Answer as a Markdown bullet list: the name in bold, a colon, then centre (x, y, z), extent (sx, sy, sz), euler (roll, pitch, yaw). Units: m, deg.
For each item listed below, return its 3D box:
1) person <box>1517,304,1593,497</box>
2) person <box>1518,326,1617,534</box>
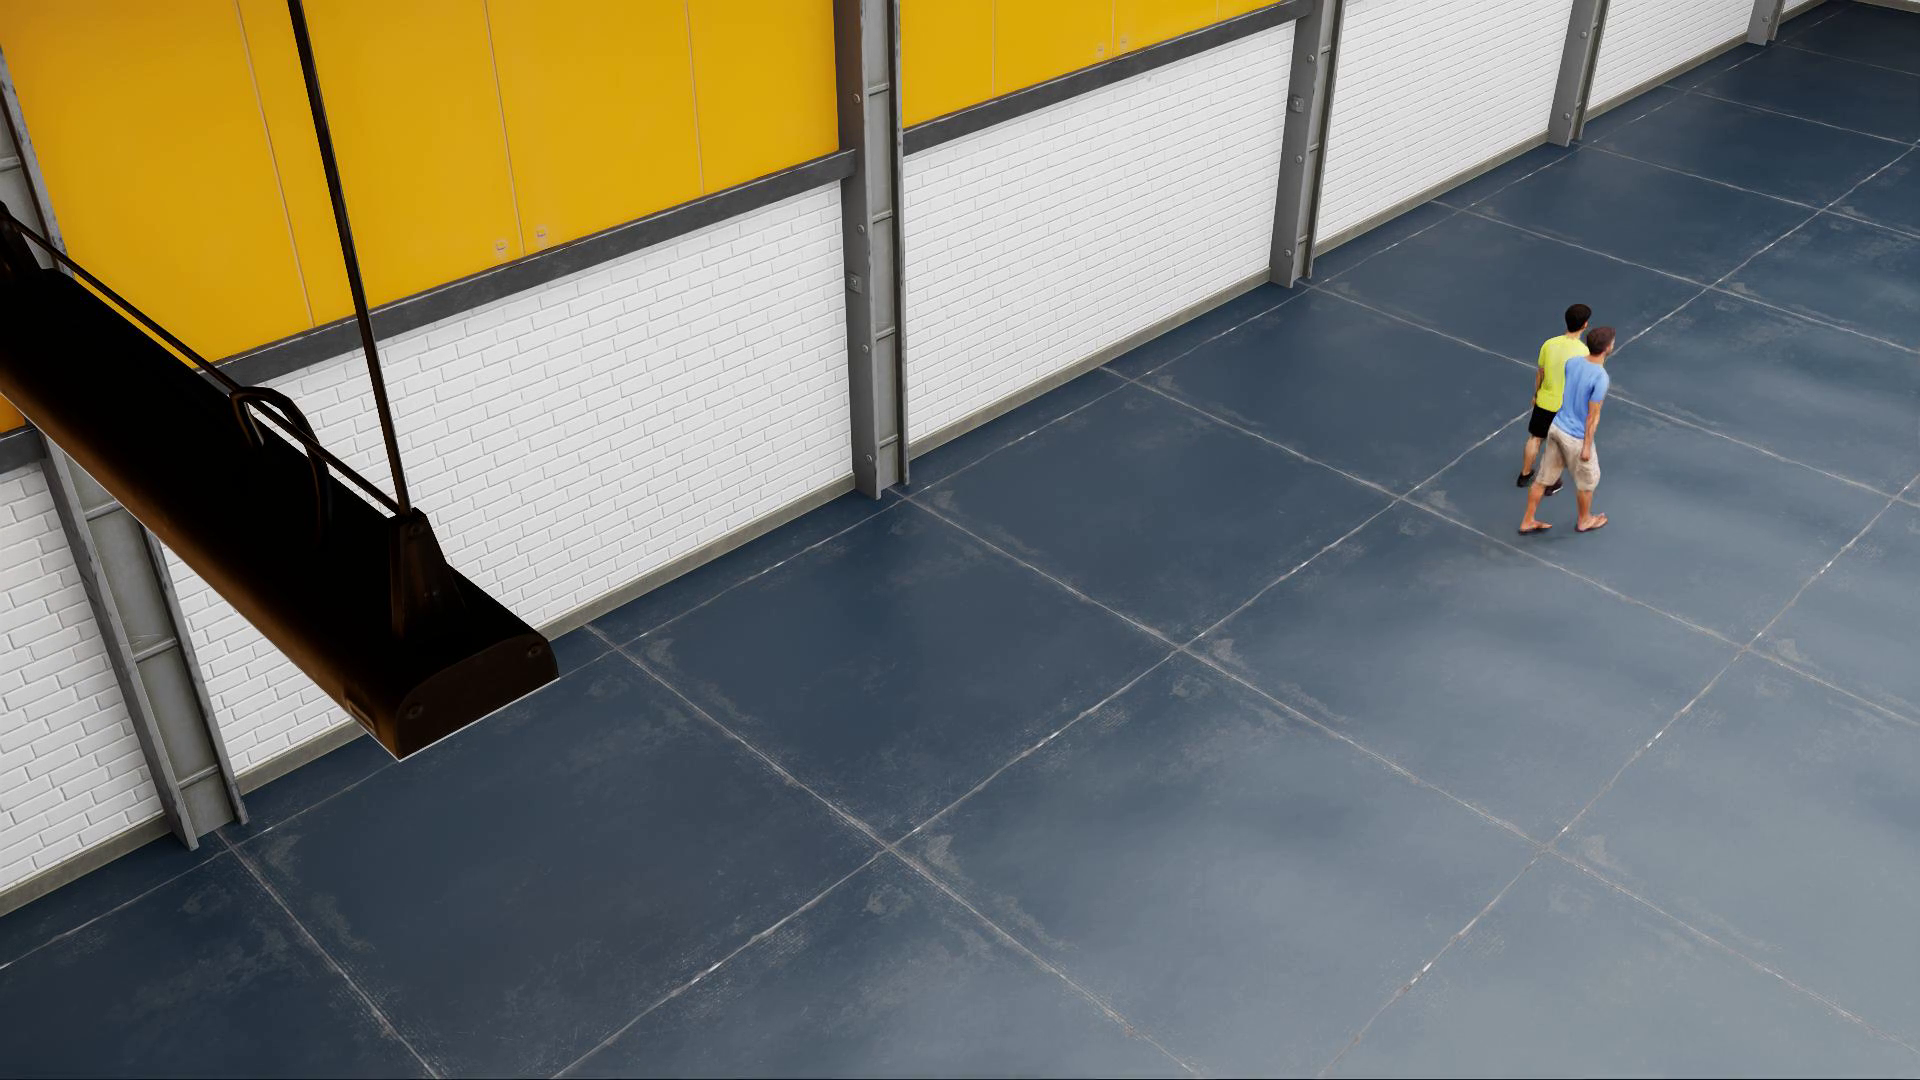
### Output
- **person**: centre (5.019, -1.172, 13.942), extent (0.507, 1.706, 0.596), euler (-29, 43, -36)
- **person**: centre (4.832, -0.828, 13.300), extent (1.112, 1.844, 0.923), euler (-12, 35, -17)
